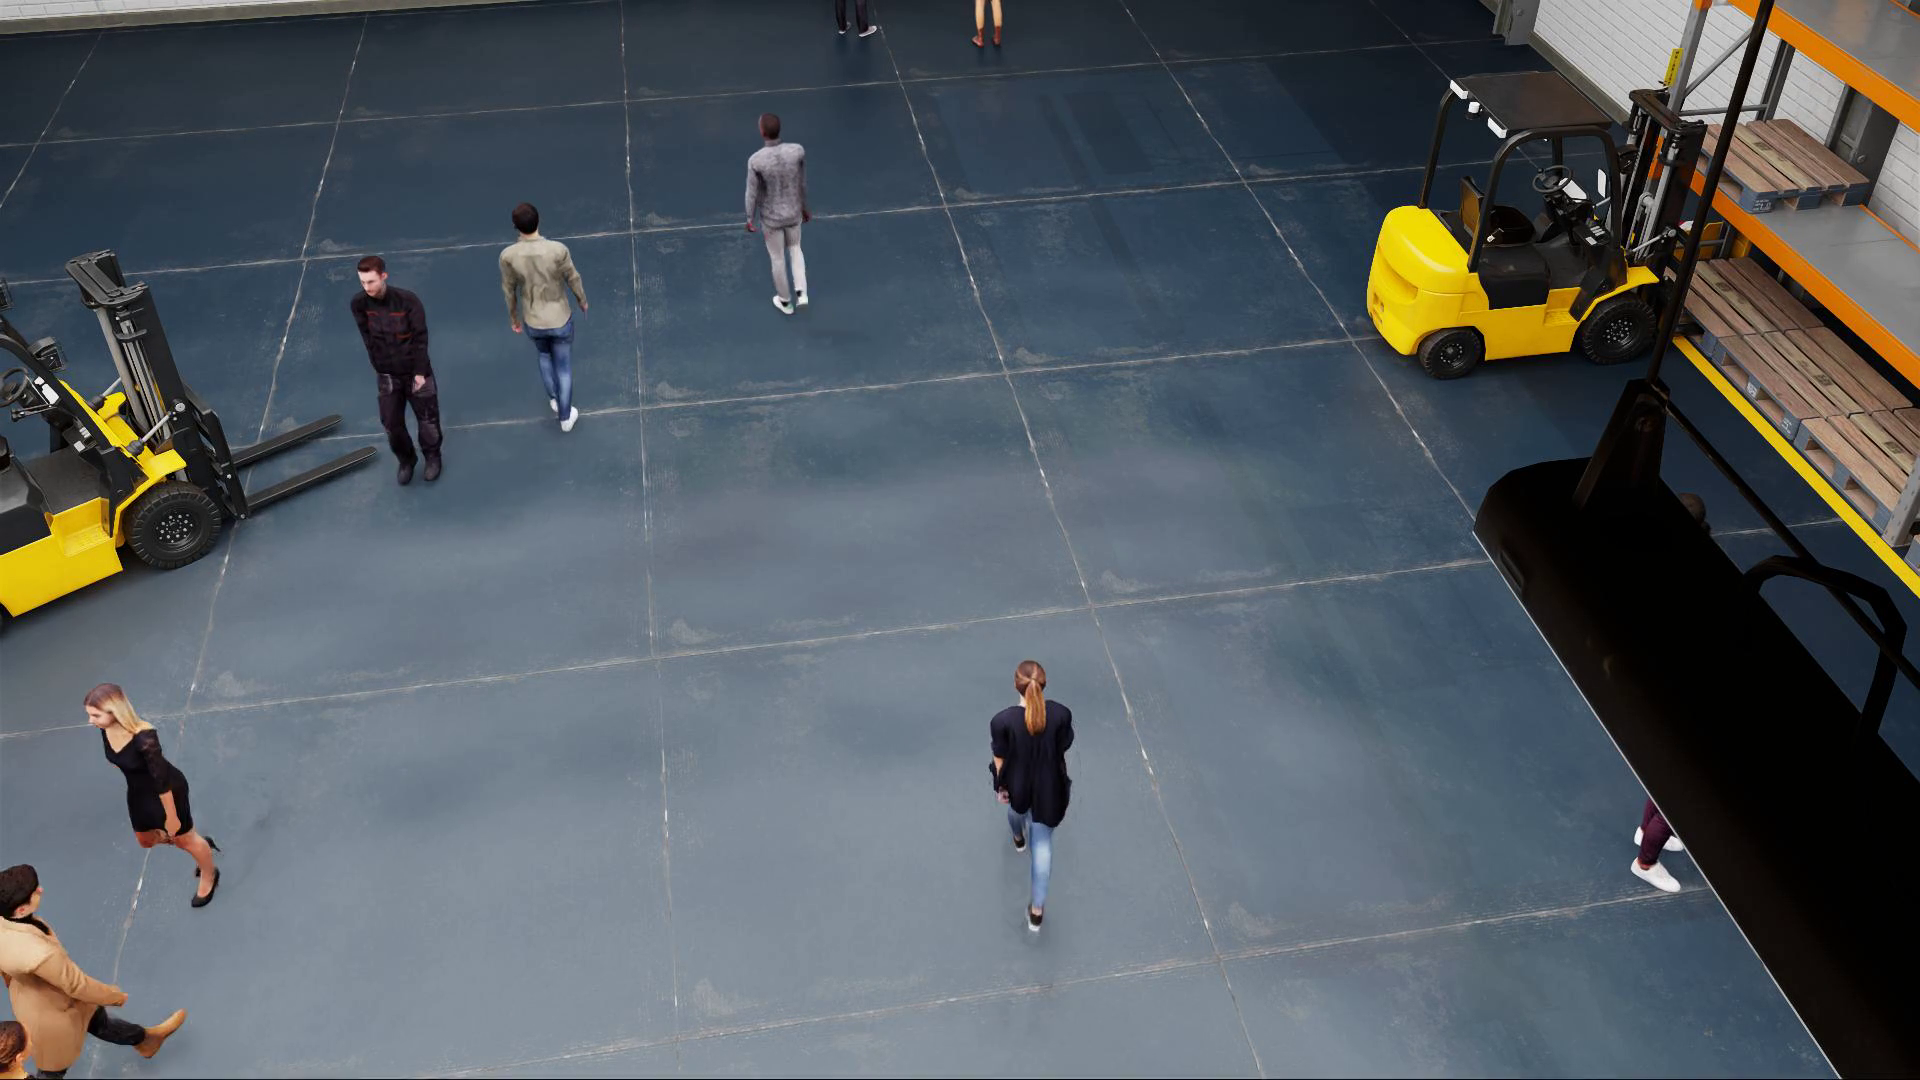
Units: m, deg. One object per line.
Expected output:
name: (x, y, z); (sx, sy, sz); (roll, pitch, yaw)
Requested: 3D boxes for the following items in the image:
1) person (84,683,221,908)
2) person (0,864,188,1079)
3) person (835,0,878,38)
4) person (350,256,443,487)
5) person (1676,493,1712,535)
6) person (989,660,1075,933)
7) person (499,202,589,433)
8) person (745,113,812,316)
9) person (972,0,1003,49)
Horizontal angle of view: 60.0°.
person: (-4.277, 1.334, 9.028); (0.730, 1.661, 0.777); (15, 41, 18)
person: (-4.389, 2.249, 7.857); (1.109, 1.691, 1.094); (31, 48, 33)
person: (-1.251, -6.676, 18.905); (0.747, 1.849, 0.759); (17, 42, 20)
person: (-4.037, -1.280, 12.113); (0.711, 1.895, 0.692); (-1, 39, -1)
person: (4.293, 0.388, 10.214); (0.727, 1.659, 0.688); (29, 47, 31)
person: (0.398, 1.382, 8.981); (0.743, 1.643, 1.164); (-1, 39, -1)
person: (-3.134, -1.621, 12.579); (0.762, 1.846, 0.803); (-1, 39, -1)
person: (-1.465, -2.683, 13.922); (0.818, 1.829, 0.820); (-19, 42, -22)
person: (0.306, -6.395, 18.658); (0.606, 1.719, 0.522); (-9, 40, -11)
